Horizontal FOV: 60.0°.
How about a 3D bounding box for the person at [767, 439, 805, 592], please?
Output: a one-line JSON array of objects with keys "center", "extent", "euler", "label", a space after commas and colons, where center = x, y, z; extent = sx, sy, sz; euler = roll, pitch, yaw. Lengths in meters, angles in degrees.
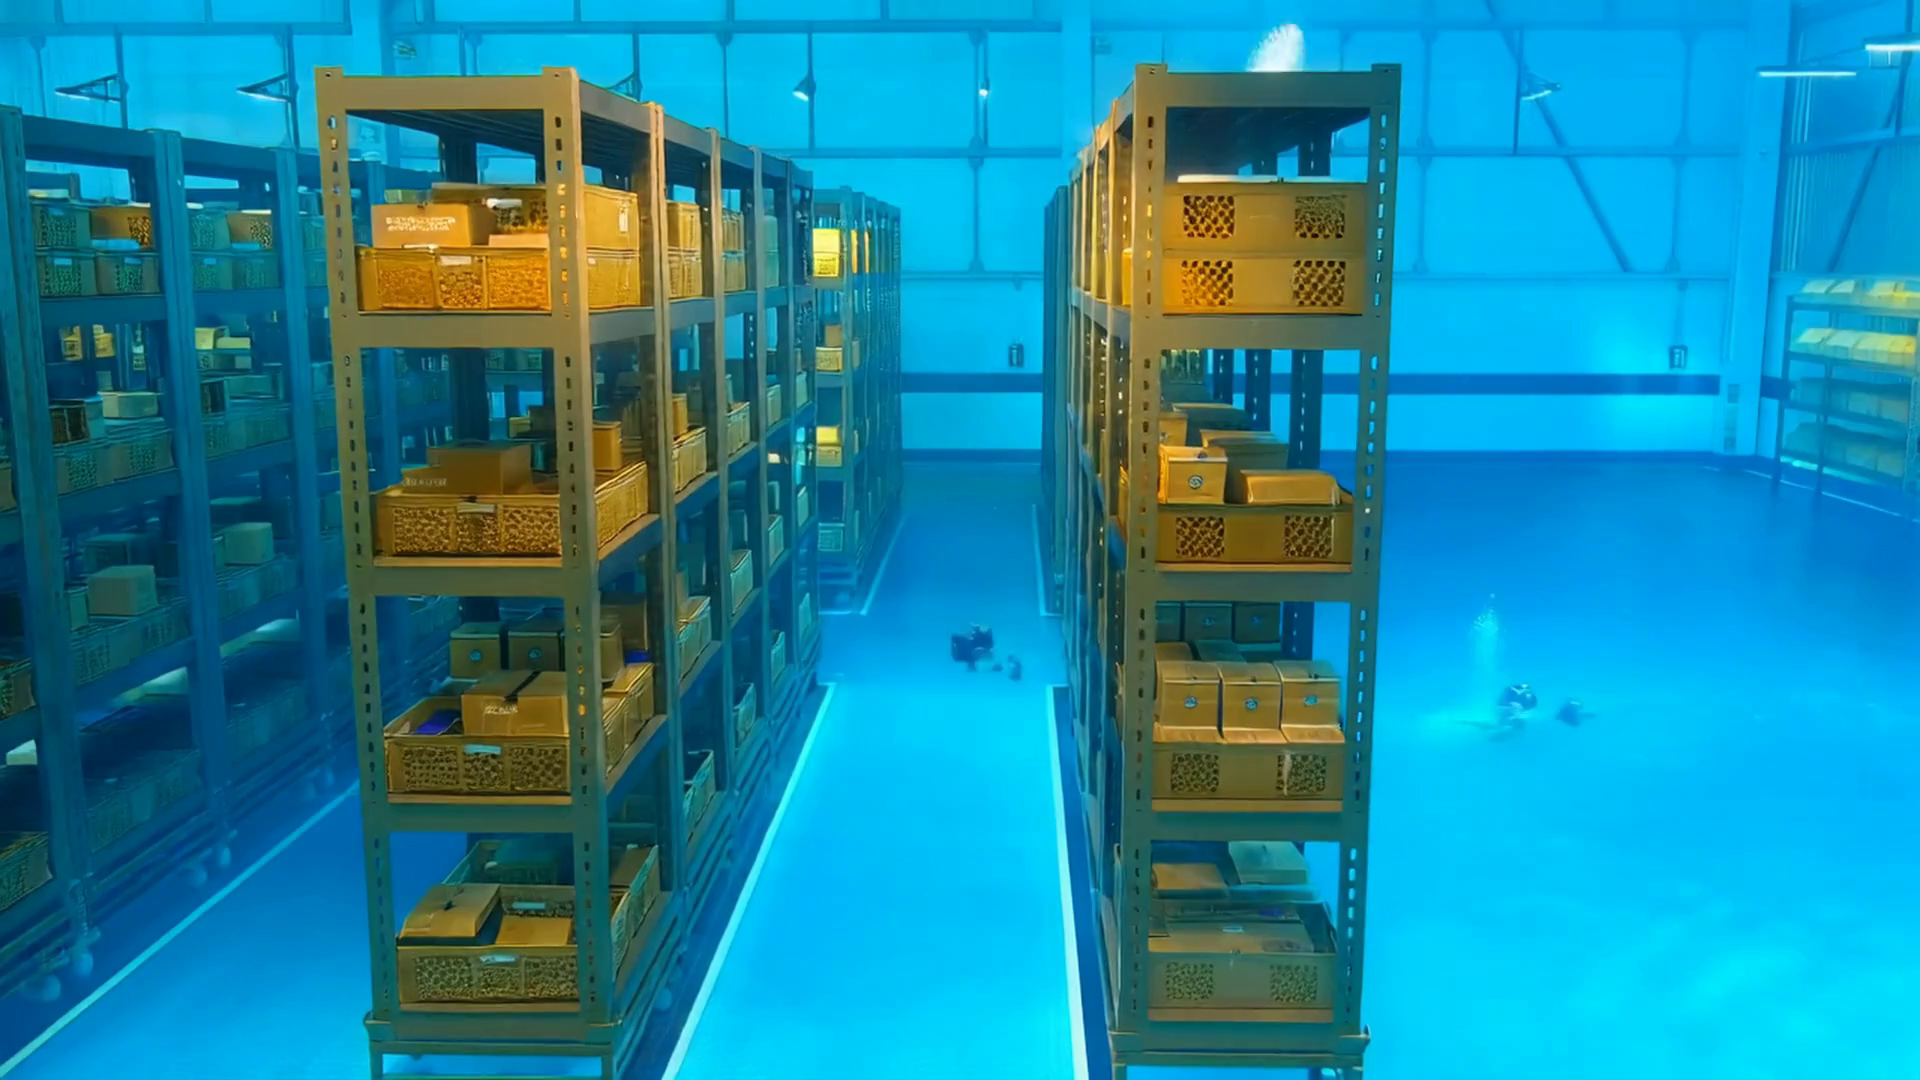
[{"center": [-1.400, 0.010, 12.414], "extent": [0.562, 1.838, 0.390], "euler": [7, 12, 37], "label": "person"}]
